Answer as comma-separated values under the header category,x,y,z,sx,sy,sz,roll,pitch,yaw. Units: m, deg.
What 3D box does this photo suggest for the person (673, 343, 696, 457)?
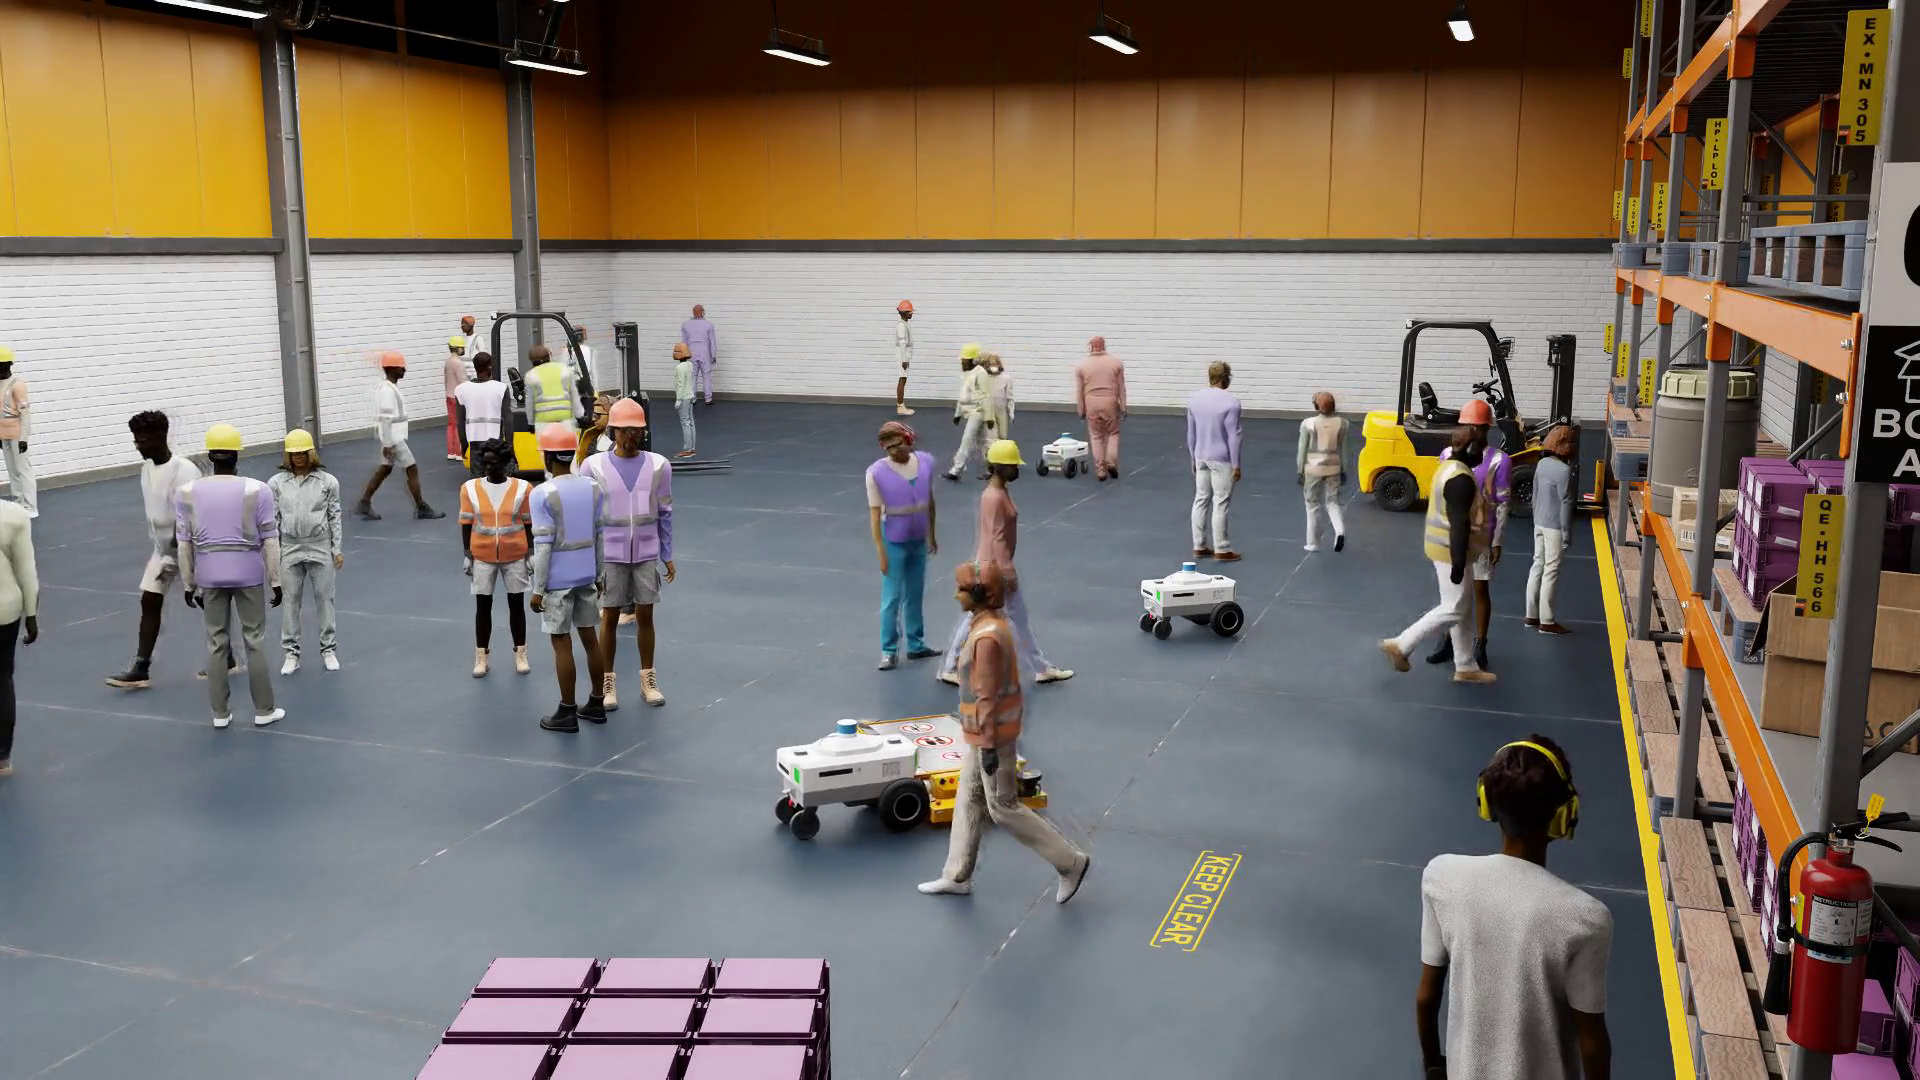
category,x,y,z,sx,sy,sz,roll,pitch,yaw
person,-3.963,-2.003,23.843,0.280,1.634,0.498,2,10,9

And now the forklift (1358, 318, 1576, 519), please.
category,x,y,z,sx,sy,sz,roll,pitch,yaw
forklift,5.787,-1.437,19.079,2.313,2.155,1.214,3,11,19

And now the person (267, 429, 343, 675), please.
category,x,y,z,sx,sy,sz,roll,pitch,yaw
person,-4.636,0.081,11.801,0.485,1.744,0.308,-3,11,-18

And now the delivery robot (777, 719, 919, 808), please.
category,x,y,z,sx,sy,sz,roll,pitch,yaw
delivery robot,-0.587,1.181,8.686,0.707,0.478,0.477,-4,11,-23

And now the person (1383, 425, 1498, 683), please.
category,x,y,z,sx,sy,sz,roll,pitch,yaw
person,3.363,0.108,11.507,0.720,1.806,0.657,2,10,10

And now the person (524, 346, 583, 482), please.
category,x,y,z,sx,sy,sz,roll,pitch,yaw
person,-4.965,-1.488,20.494,0.779,1.806,0.434,-5,11,-28

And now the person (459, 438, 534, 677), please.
category,x,y,z,sx,sy,sz,roll,pitch,yaw
person,-3.247,0.118,11.724,0.530,1.696,0.322,-2,10,-13

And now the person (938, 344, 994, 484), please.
category,x,y,z,sx,sy,sz,roll,pitch,yaw
person,0.108,-1.593,21.119,0.886,1.779,0.627,-3,10,-14

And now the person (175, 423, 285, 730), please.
category,x,y,z,sx,sy,sz,roll,pitch,yaw
person,-4.568,0.230,10.446,0.595,1.923,0.378,-2,10,-10

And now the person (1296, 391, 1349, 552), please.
category,x,y,z,sx,sy,sz,roll,pitch,yaw
person,3.572,-0.652,16.307,0.522,1.622,0.510,-1,10,-7

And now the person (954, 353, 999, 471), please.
category,x,y,z,sx,sy,sz,roll,pitch,yaw
person,0.308,-1.696,22.197,0.731,1.599,0.535,5,11,27

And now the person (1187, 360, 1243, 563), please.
category,x,y,z,sx,sy,sz,roll,pitch,yaw
person,2.449,-0.755,15.961,0.357,1.937,0.635,-8,13,-38

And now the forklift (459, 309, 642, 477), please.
category,x,y,z,sx,sy,sz,roll,pitch,yaw
forklift,-5.354,-1.902,21.697,2.313,2.155,1.214,-2,10,-13

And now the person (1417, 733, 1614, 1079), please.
category,x,y,z,sx,sy,sz,roll,pitch,yaw
person,1.363,1.388,4.083,0.507,1.872,0.329,9,14,43

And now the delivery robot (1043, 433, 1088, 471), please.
category,x,y,z,sx,sy,sz,roll,pitch,yaw
delivery robot,1.391,-1.166,21.907,0.477,0.478,0.707,7,12,33

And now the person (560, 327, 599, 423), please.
category,x,y,z,sx,sy,sz,roll,pitch,yaw
person,-5.680,-2.251,24.729,1.007,1.832,0.594,8,13,37

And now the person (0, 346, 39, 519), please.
category,x,y,z,sx,sy,sz,roll,pitch,yaw
person,-10.453,-1.170,18.327,0.589,1.928,0.385,7,13,36

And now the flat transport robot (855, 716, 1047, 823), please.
category,x,y,z,sx,sy,sz,roll,pitch,yaw
flat transport robot,-0.104,1.247,9.381,0.652,0.197,1.431,-4,11,-22

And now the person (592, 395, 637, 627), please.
category,x,y,z,sx,sy,sz,roll,pitch,yaw
person,-2.769,-0.235,13.291,0.331,1.844,0.519,-8,13,-39

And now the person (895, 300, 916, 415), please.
category,x,y,z,sx,sy,sz,roll,pitch,yaw
person,-0.979,-3.256,29.747,0.379,2.045,0.605,0,10,-1

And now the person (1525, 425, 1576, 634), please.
category,x,y,z,sx,sy,sz,roll,pitch,yaw
person,4.652,-0.086,13.047,0.269,1.632,0.504,-1,10,-7

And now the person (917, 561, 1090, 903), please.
category,x,y,z,sx,sy,sz,roll,pitch,yaw
person,0.201,0.886,7.640,0.739,1.610,0.543,0,10,1

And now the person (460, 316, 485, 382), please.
category,x,y,z,sx,sy,sz,roll,pitch,yaw
person,-7.954,-2.707,27.103,0.584,1.882,0.339,8,13,39

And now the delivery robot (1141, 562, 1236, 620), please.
category,x,y,z,sx,sy,sz,roll,pitch,yaw
delivery robot,1.783,0.417,12.989,0.707,0.478,0.477,-3,11,-18

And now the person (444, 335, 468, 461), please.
category,x,y,z,sx,sy,sz,roll,pitch,yaw
person,-7.062,-1.989,23.401,0.328,1.765,0.528,-8,13,-40

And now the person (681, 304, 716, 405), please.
category,x,y,z,sx,sy,sz,roll,pitch,yaw
person,-4.936,-3.508,31.557,0.649,1.906,0.401,1,10,6

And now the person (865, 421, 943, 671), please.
category,x,y,z,sx,sy,sz,roll,pitch,yaw
person,-0.373,0.022,11.977,0.734,1.808,0.398,-9,13,-40

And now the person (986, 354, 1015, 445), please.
category,x,y,z,sx,sy,sz,roll,pitch,yaw
person,0.457,-1.718,22.357,0.515,1.600,0.729,-1,10,-7

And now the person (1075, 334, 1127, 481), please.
category,x,y,z,sx,sy,sz,roll,pitch,yaw
person,1.816,-1.700,21.434,0.670,1.880,0.431,1,10,7

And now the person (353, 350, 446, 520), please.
category,x,y,z,sx,sy,sz,roll,pitch,yaw
person,-6.252,-1.145,18.296,0.970,1.896,0.556,-3,11,-16

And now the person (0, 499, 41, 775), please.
category,x,y,z,sx,sy,sz,roll,pitch,yaw
person,-5.478,0.412,9.296,0.627,1.970,0.730,-7,12,-35

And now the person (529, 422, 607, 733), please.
category,x,y,z,sx,sy,sz,roll,pitch,yaw
person,-2.472,0.233,10.400,0.375,1.935,0.550,7,12,35

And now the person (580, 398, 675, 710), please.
category,x,y,z,sx,sy,sz,roll,pitch,yaw
person,-2.165,0.091,10.889,0.605,2.048,0.373,-4,11,-21

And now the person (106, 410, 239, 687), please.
category,x,y,z,sx,sy,sz,roll,pitch,yaw
person,-5.430,0.074,11.357,0.616,1.911,0.961,6,12,29

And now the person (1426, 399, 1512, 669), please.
category,x,y,z,sx,sy,sz,roll,pitch,yaw
person,3.661,-0.048,11.968,0.544,1.943,0.347,7,12,35

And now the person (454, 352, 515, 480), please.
category,x,y,z,sx,sy,sz,roll,pitch,yaw
person,-4.992,-1.020,17.524,0.587,1.914,0.386,0,10,0

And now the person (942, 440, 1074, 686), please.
category,x,y,z,sx,sy,sz,roll,pitch,yaw
person,0.295,0.172,11.361,0.897,1.715,0.533,2,10,13
